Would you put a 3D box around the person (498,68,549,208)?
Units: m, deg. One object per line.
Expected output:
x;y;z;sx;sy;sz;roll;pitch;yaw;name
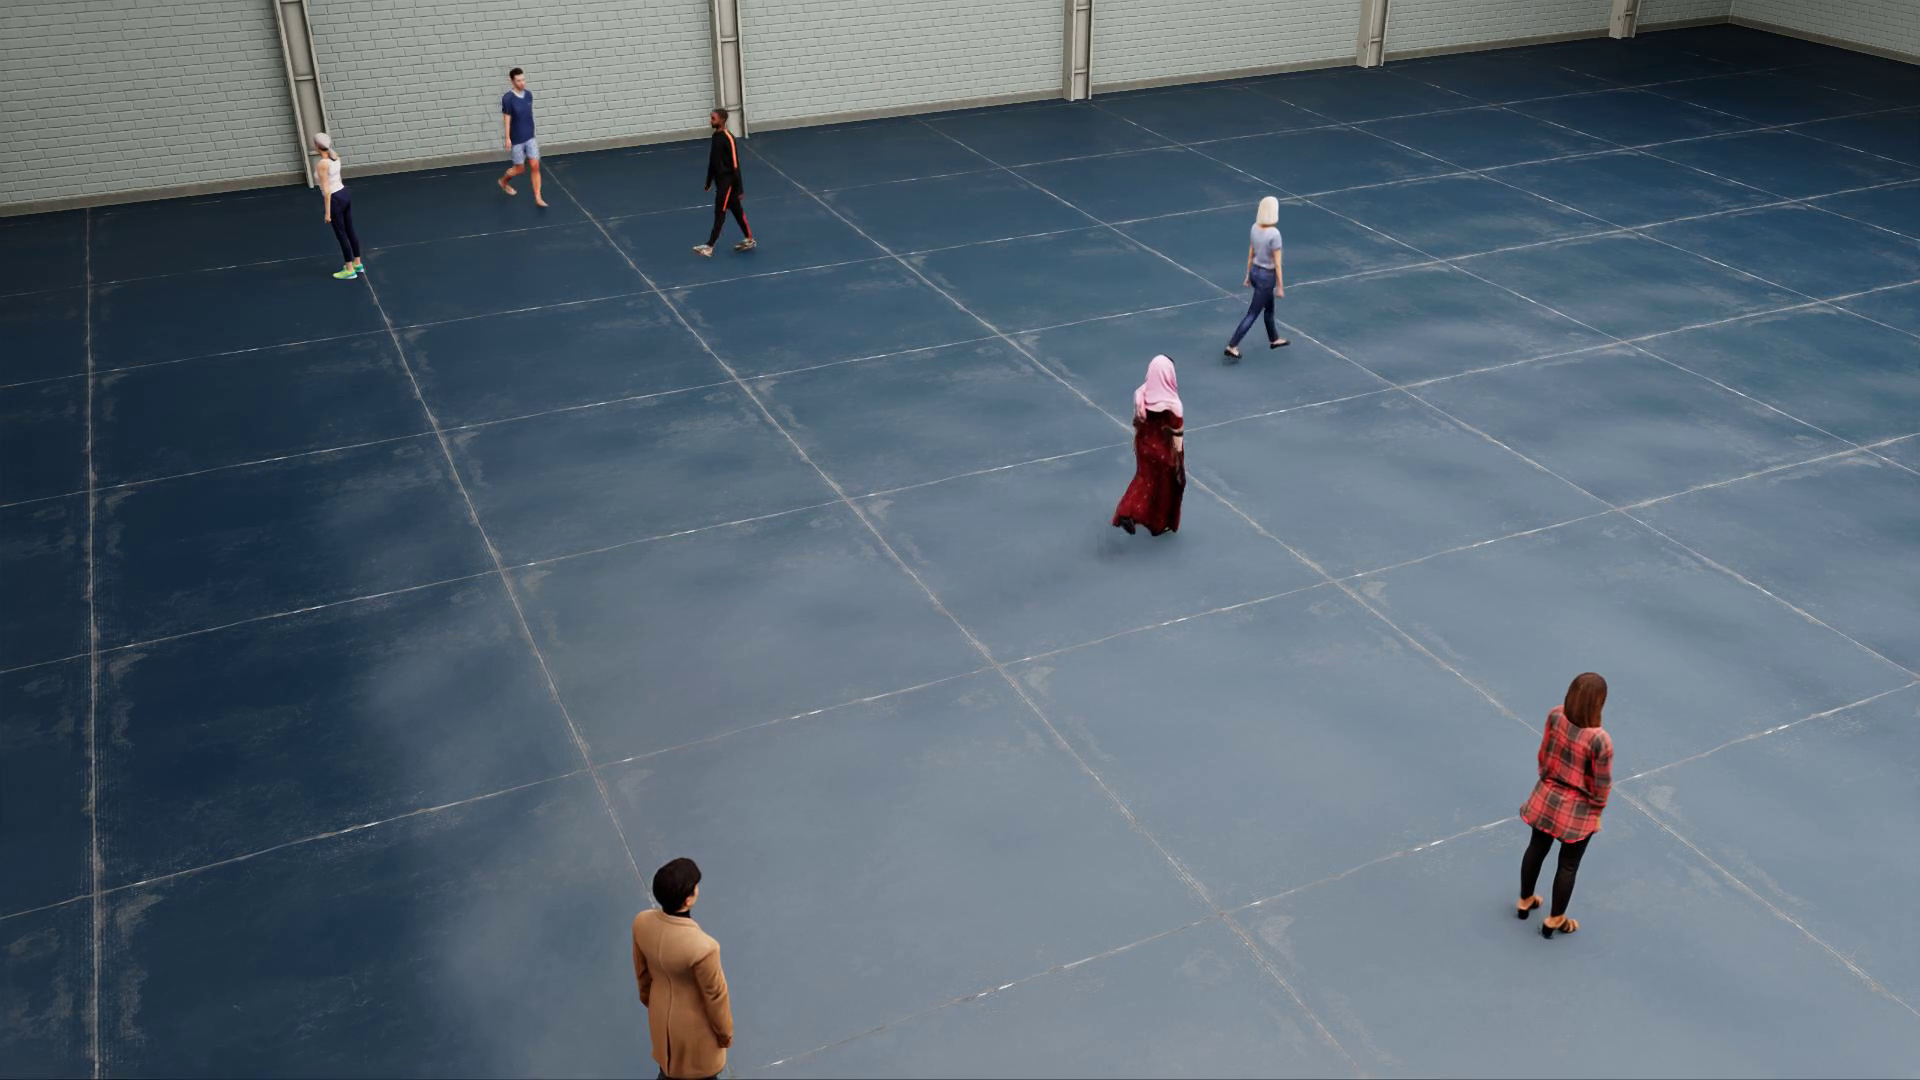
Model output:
-5.850;-5.318;21.968;1.014;1.811;1.105;19;33;32;person

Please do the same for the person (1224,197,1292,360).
3.051;-2.647;17.090;1.120;1.681;0.602;-14;31;-24;person

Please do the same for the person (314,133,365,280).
-7.274;-3.920;19.457;0.709;1.703;0.685;4;28;7;person

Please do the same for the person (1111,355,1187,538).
1.572;-0.718;13.530;0.911;1.624;0.786;-24;36;-37;person

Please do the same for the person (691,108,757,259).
-2.739;-4.324;20.151;1.170;1.763;0.735;-17;32;-28;person

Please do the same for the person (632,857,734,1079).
-1.312;2.231;7.882;0.773;1.726;0.809;15;31;25;person

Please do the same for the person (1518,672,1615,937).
3.401;1.471;9.333;0.580;1.703;0.632;-16;32;-28;person
